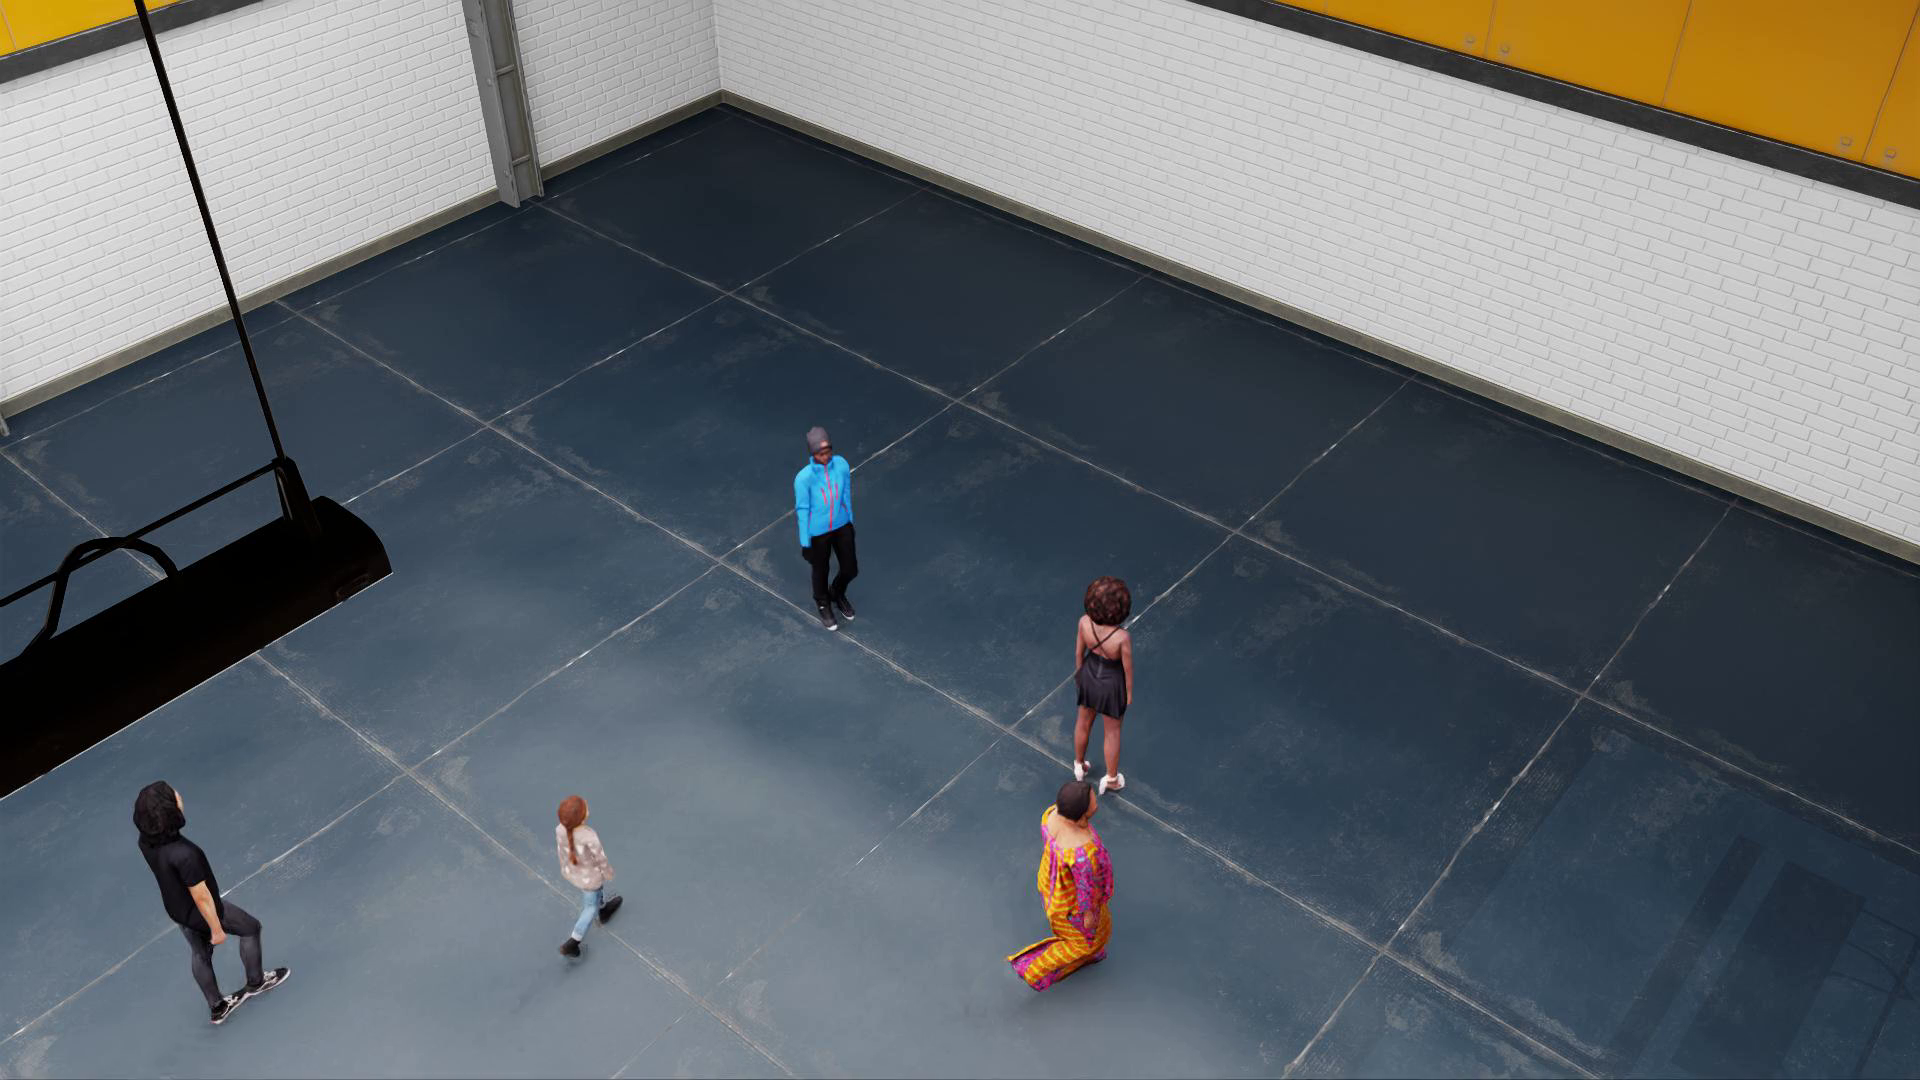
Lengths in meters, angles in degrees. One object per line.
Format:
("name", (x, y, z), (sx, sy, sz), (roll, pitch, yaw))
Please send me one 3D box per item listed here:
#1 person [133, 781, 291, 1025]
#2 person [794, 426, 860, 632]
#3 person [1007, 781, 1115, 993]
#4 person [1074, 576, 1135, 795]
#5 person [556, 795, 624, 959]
("person", (-4.415, 2.130, 9.469), (0.710, 1.827, 0.779), (20, 43, 23))
("person", (-1.029, -0.127, 12.331), (0.642, 1.783, 0.771), (-21, 43, -24))
("person", (0.618, 2.039, 9.716), (1.030, 1.661, 0.907), (-12, 40, -15))
("person", (0.933, 0.973, 10.949), (0.601, 1.788, 0.580), (20, 43, 23))
("person", (-2.306, 2.047, 10.094), (0.542, 1.177, 0.836), (22, 44, 25))
